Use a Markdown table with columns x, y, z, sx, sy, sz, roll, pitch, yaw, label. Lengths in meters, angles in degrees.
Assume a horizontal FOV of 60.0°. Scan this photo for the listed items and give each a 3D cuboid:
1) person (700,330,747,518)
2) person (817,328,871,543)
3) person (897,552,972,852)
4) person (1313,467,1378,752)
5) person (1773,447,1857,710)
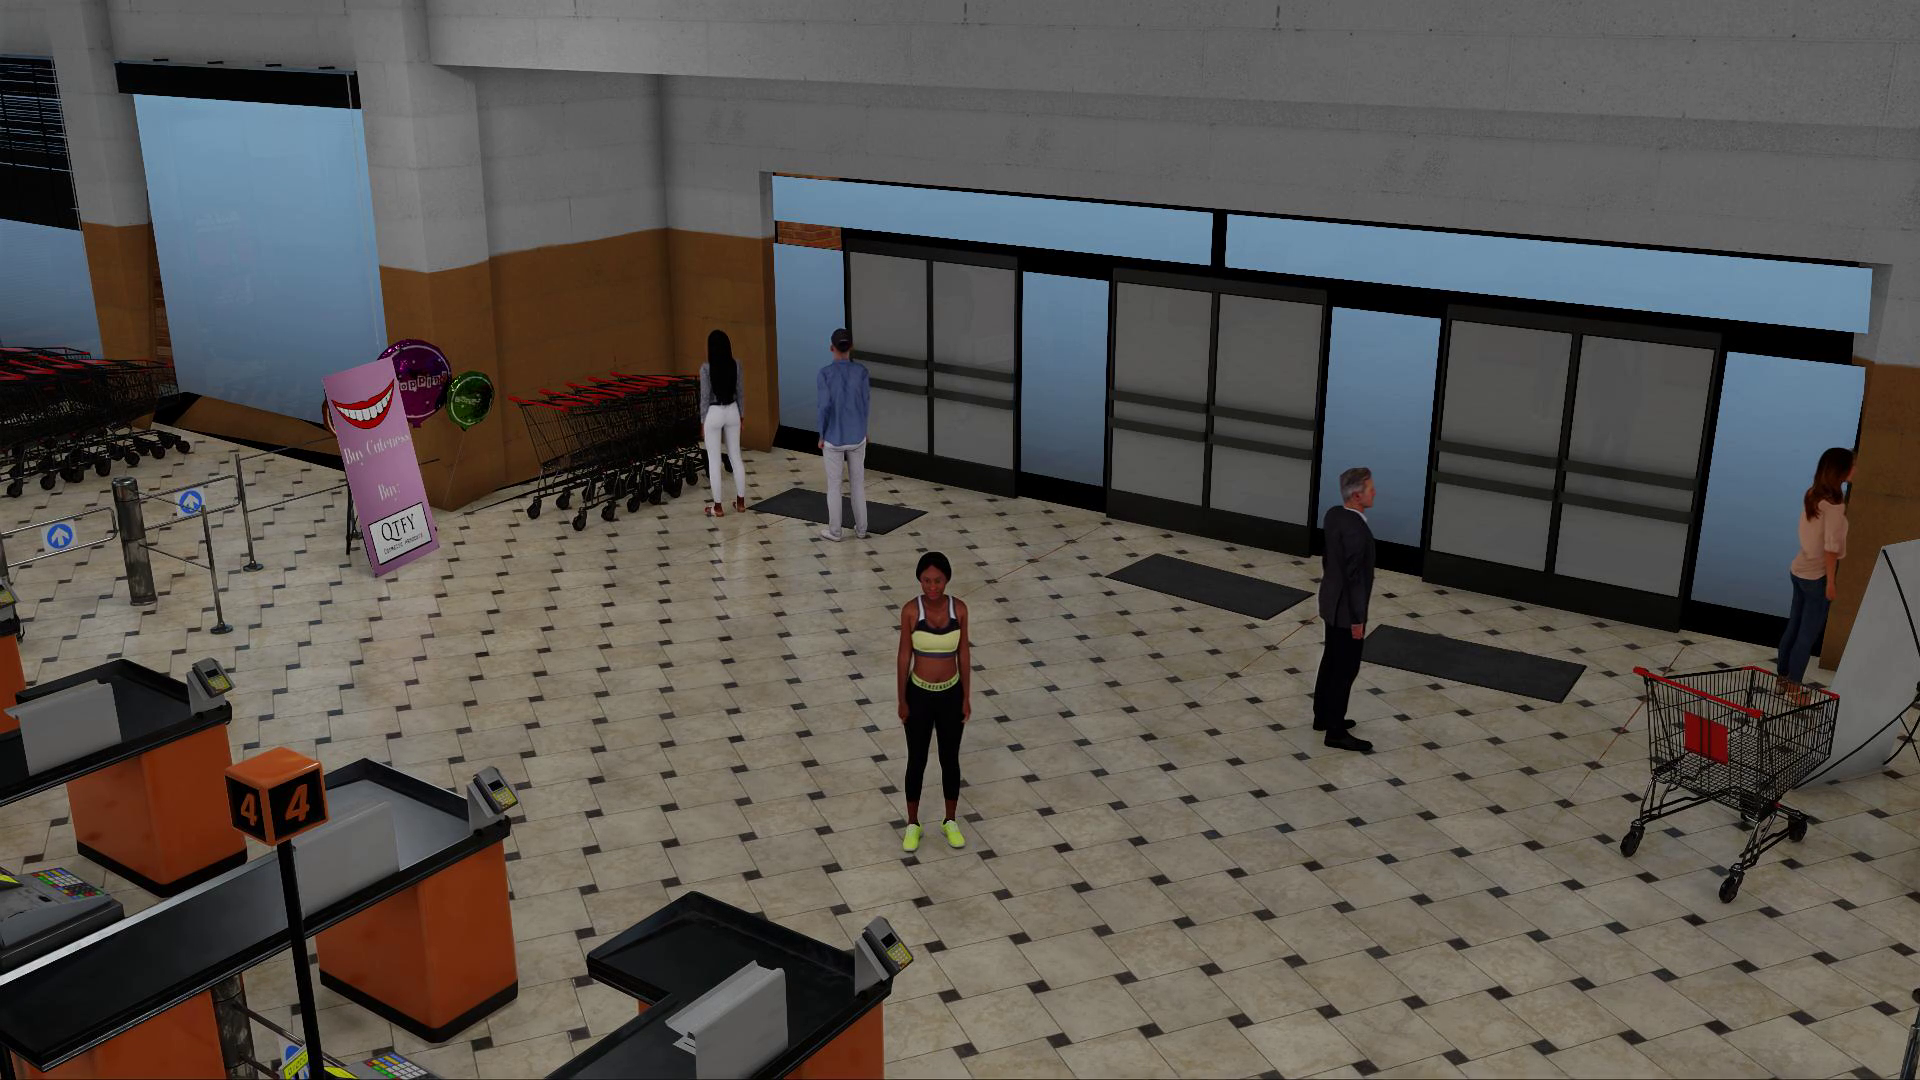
| x | y | z | sx | sy | sz | roll | pitch | yaw | label |
| --- | --- | --- | --- | --- | --- | --- | --- | --- | --- |
| -2.176 | -1.077 | 15.193 | 0.579 | 1.724 | 0.727 | -12 | 22 | -31 | person |
| -1.010 | -0.914 | 14.451 | 0.689 | 1.888 | 0.802 | -8 | 20 | -23 | person |
| -0.144 | 0.892 | 9.306 | 0.638 | 1.754 | 0.694 | -3 | 19 | -8 | person |
| 2.466 | 0.411 | 10.599 | 0.871 | 1.840 | 0.776 | -1 | 19 | -4 | person |
| 5.735 | 0.240 | 11.181 | 0.730 | 1.792 | 0.615 | 2 | 19 | 7 | person |
